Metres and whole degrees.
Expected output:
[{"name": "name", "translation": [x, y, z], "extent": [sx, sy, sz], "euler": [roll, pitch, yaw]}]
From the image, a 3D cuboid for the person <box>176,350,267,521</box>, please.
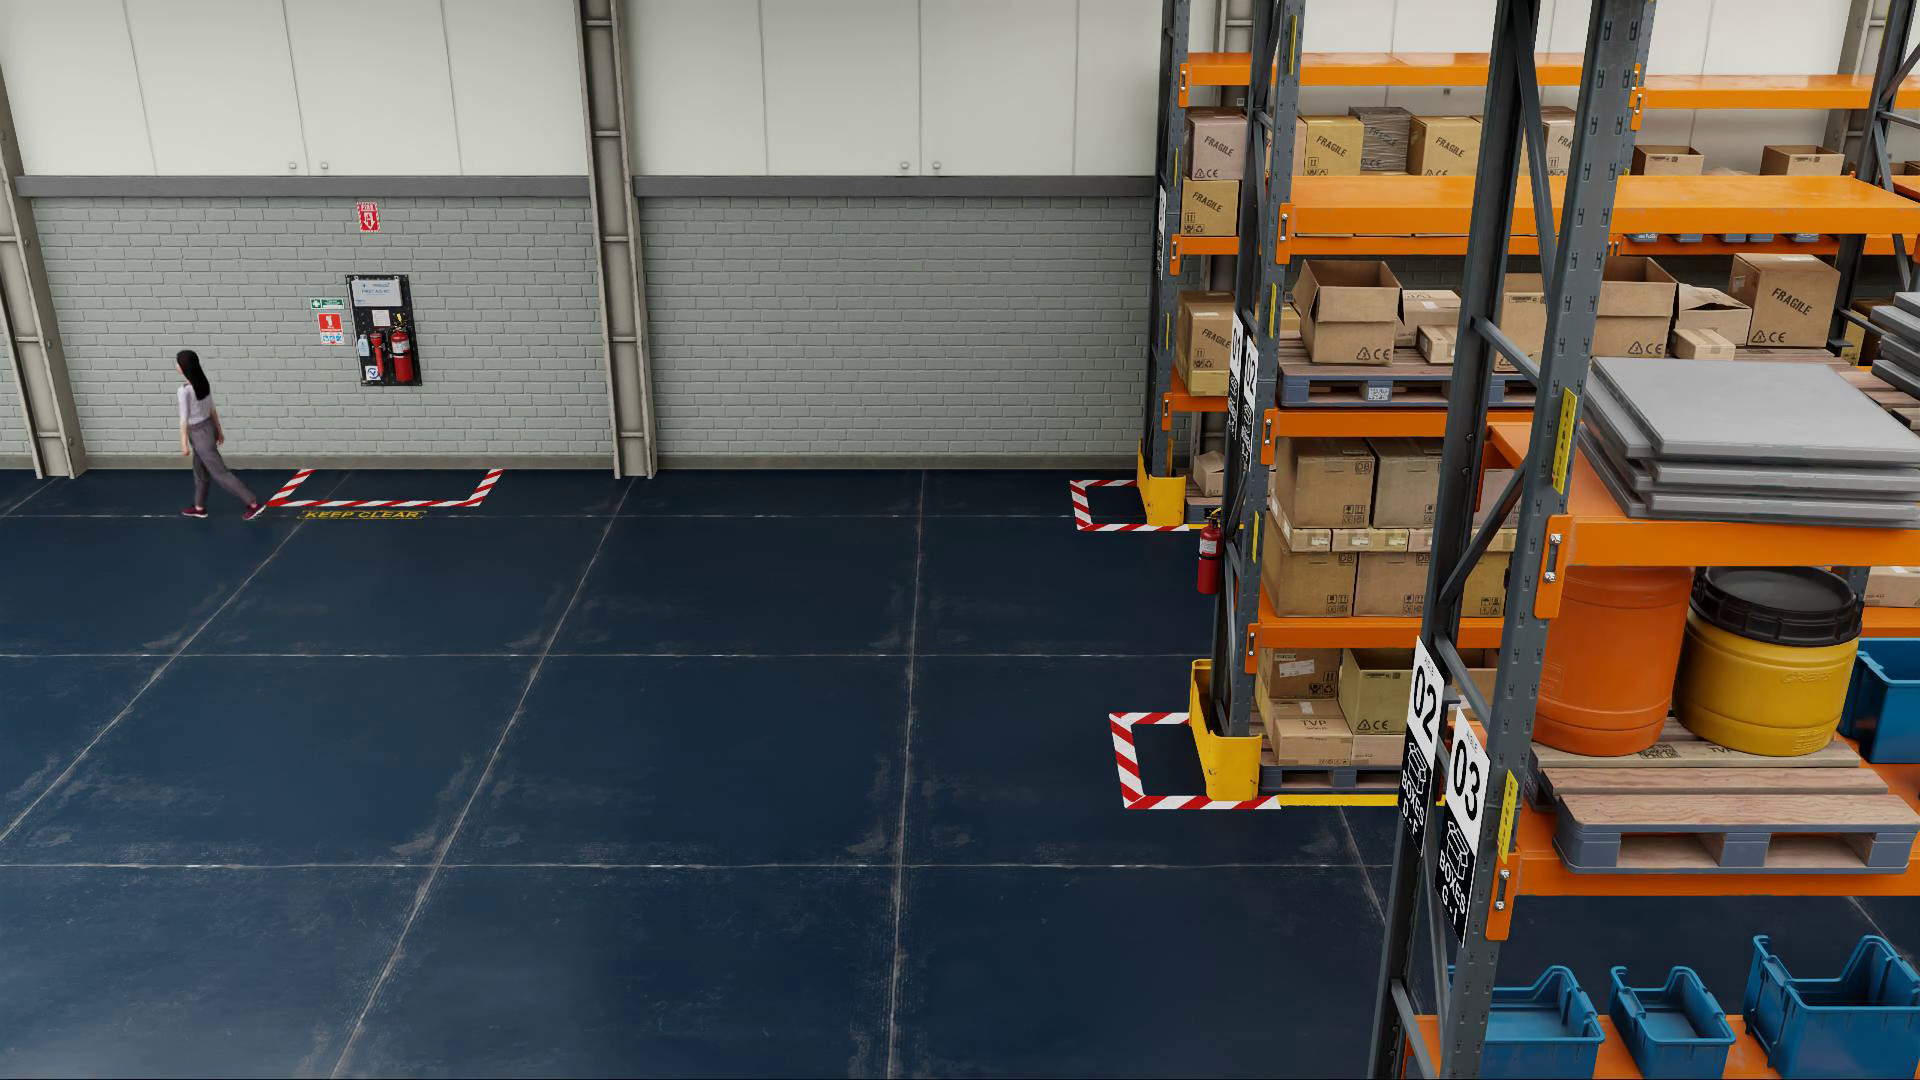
[{"name": "person", "translation": [-7.090, -0.952, 15.819], "extent": [1.174, 1.694, 0.729], "euler": [3, 23, 6]}]
